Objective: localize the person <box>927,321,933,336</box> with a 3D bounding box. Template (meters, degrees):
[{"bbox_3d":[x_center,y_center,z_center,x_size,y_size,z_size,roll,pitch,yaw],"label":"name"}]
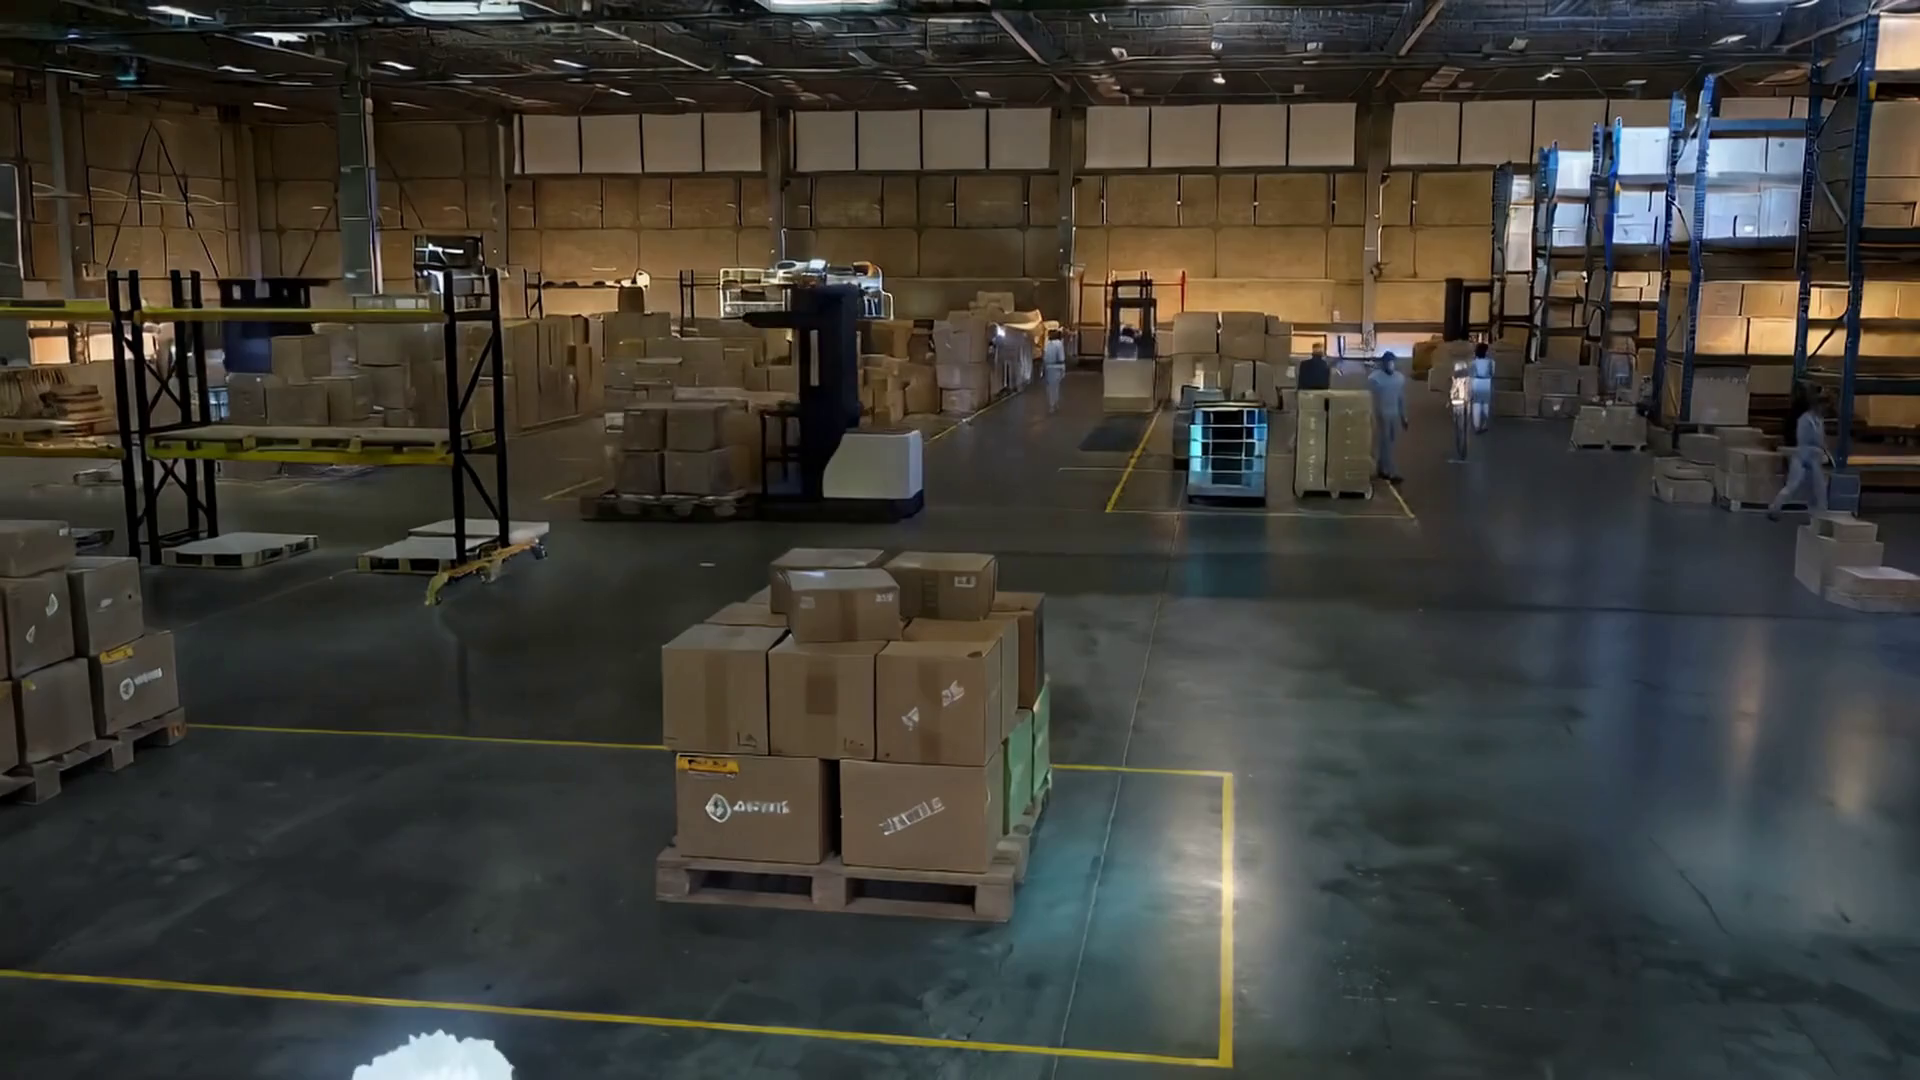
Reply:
[{"bbox_3d":[-0.706,-5.204,45.814,0.900,1.647,0.532,-5,11,-29],"label":"person"}]

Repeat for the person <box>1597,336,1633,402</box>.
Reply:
[{"bbox_3d":[11.726,-2.751,29.870,0.751,1.906,0.560,-3,10,-17],"label":"person"}]

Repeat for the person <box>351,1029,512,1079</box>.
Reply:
[{"bbox_3d":[-0.706,1.661,2.506,0.392,1.957,0.607,-7,11,-36],"label":"person"}]

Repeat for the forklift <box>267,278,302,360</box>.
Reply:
[{"bbox_3d":[-17.320,-5.332,42.802,1.873,2.768,1.129,2,9,13],"label":"forklift"}]

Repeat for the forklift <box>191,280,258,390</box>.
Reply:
[{"bbox_3d":[-15.675,-4.266,36.222,1.873,2.768,1.129,1,9,9],"label":"forklift"}]

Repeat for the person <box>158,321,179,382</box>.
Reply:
[{"bbox_3d":[-21.606,-5.279,45.418,0.382,1.921,0.591,5,11,29],"label":"person"}]

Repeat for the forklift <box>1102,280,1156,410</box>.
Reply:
[{"bbox_3d":[3.732,-4.307,36.480,1.129,2.768,1.873,1,9,9],"label":"forklift"}]

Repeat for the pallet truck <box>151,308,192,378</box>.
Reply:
[{"bbox_3d":[-21.869,-5.598,47.154,0.823,1.965,1.885,4,10,26],"label":"pallet truck"}]

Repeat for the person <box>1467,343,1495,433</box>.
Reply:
[{"bbox_3d":[9.722,-2.851,31.219,0.552,1.673,0.674,0,9,2],"label":"person"}]

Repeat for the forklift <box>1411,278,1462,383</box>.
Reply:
[{"bbox_3d":[13.186,-5.638,44.688,1.873,2.768,1.129,1,9,9],"label":"forklift"}]

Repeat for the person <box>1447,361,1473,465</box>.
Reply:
[{"bbox_3d":[7.839,-1.982,25.984,0.314,1.633,0.524,-1,9,-5],"label":"person"}]

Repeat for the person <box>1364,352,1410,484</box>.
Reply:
[{"bbox_3d":[6.105,-1.754,23.818,0.644,1.880,1.051,-3,10,-16],"label":"person"}]

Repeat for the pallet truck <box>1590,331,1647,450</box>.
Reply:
[{"bbox_3d":[11.253,-2.573,28.499,0.823,1.965,1.885,5,10,27],"label":"pallet truck"}]

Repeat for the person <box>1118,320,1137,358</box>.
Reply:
[{"bbox_3d":[3.638,-3.899,36.887,0.568,1.925,0.427,-1,9,-5],"label":"person"}]

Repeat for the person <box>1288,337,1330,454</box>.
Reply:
[{"bbox_3d":[5.662,-2.280,26.788,0.618,1.973,0.833,-4,10,-23],"label":"person"}]

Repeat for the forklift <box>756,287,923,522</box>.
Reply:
[{"bbox_3d":[-1.451,-1.679,20.270,1.873,2.768,1.129,1,9,9],"label":"forklift"}]

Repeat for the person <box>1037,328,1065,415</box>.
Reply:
[{"bbox_3d":[1.961,-3.547,35.055,0.468,1.824,0.651,4,10,25],"label":"person"}]

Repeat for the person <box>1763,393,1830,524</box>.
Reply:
[{"bbox_3d":[10.006,-0.949,19.696,0.509,1.607,0.823,-7,11,-36],"label":"person"}]
